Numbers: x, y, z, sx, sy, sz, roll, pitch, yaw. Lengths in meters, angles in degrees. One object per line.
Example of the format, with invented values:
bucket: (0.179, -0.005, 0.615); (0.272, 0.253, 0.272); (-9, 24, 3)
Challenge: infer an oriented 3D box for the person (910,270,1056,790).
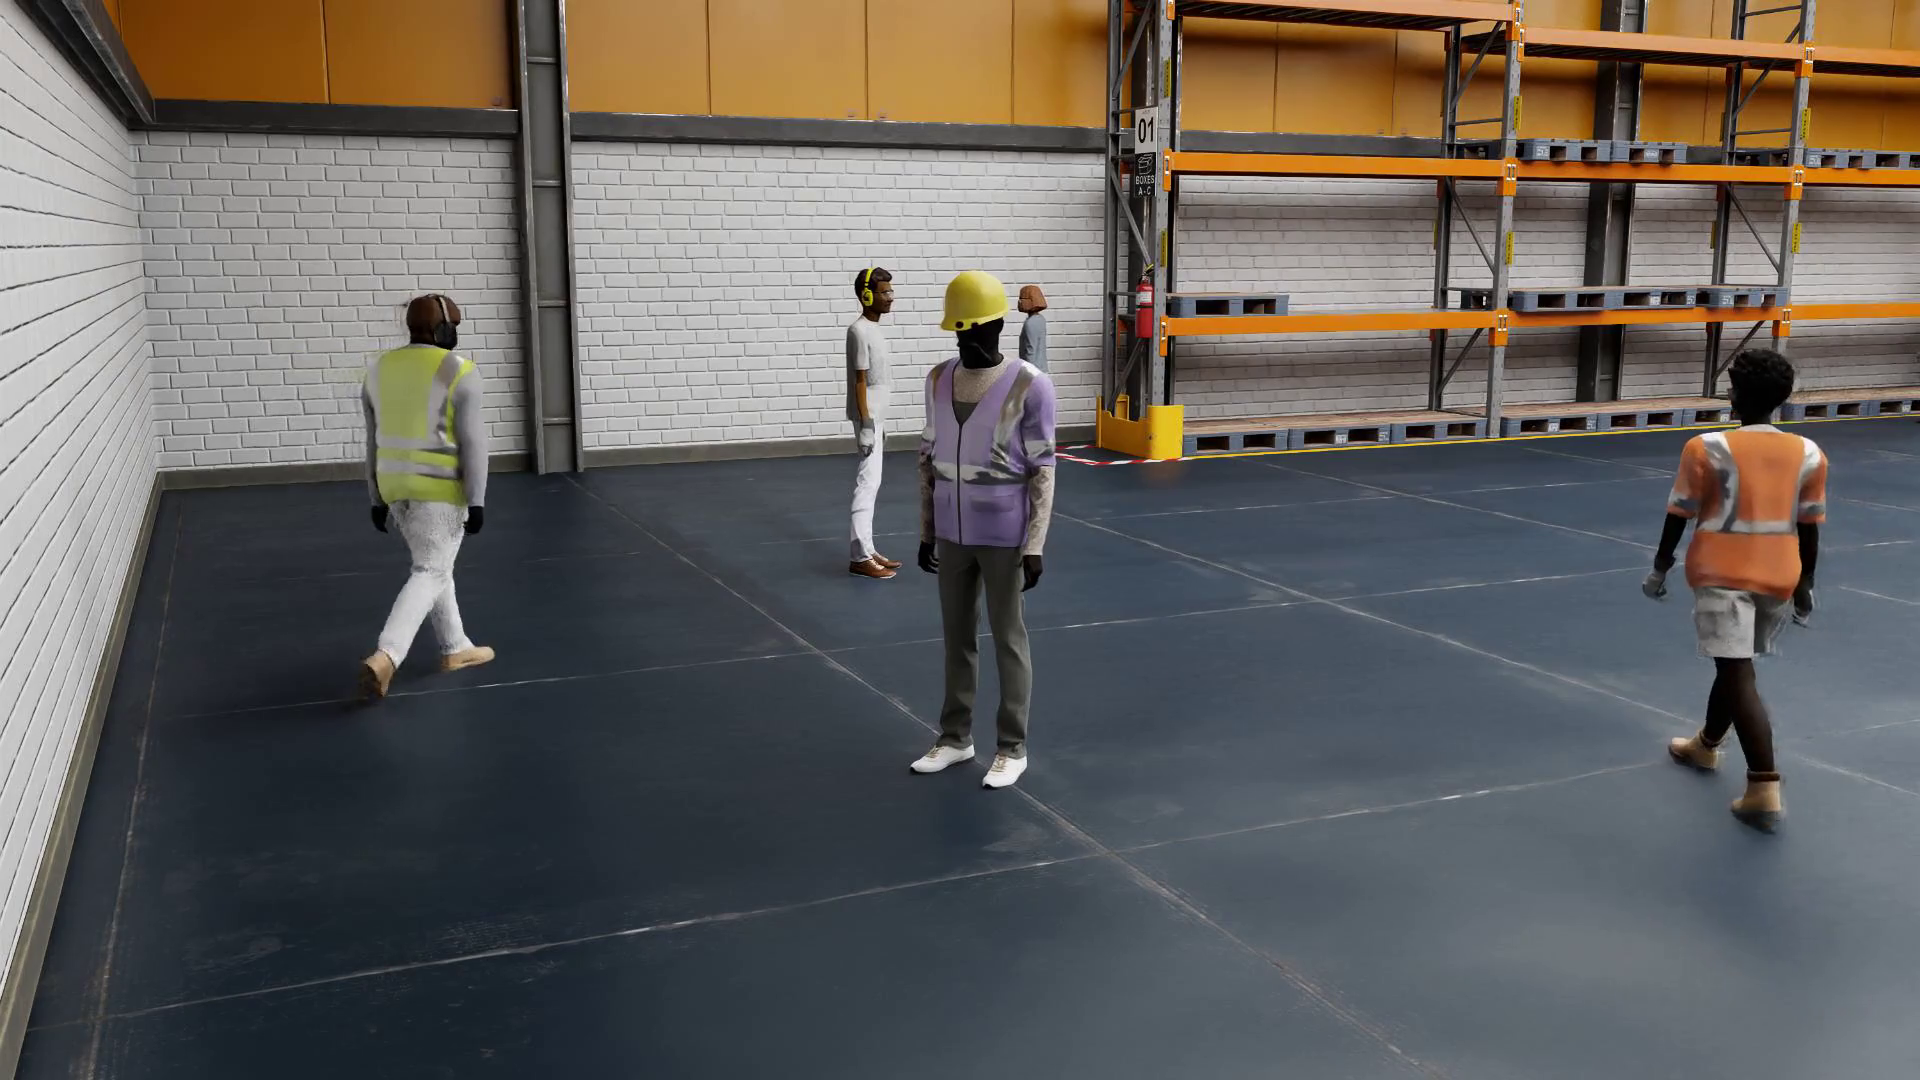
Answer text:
person: (0.074, -0.035, 6.199); (0.584, 1.919, 0.375); (7, 12, 35)

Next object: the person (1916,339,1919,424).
person: (10.845, -2.075, 18.355); (0.507, 1.632, 0.275); (2, 10, 13)

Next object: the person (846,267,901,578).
person: (-0.527, -0.712, 10.103); (0.313, 1.869, 0.538); (1, 10, 5)

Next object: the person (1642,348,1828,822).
person: (2.812, 0.140, 5.981); (0.539, 1.648, 0.890); (-1, 10, -8)

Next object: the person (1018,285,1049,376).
person: (0.651, -1.468, 14.966); (0.282, 1.634, 0.498); (3, 11, 15)

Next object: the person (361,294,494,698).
person: (-2.447, -0.206, 7.510); (0.634, 1.803, 0.925); (4, 11, 23)
